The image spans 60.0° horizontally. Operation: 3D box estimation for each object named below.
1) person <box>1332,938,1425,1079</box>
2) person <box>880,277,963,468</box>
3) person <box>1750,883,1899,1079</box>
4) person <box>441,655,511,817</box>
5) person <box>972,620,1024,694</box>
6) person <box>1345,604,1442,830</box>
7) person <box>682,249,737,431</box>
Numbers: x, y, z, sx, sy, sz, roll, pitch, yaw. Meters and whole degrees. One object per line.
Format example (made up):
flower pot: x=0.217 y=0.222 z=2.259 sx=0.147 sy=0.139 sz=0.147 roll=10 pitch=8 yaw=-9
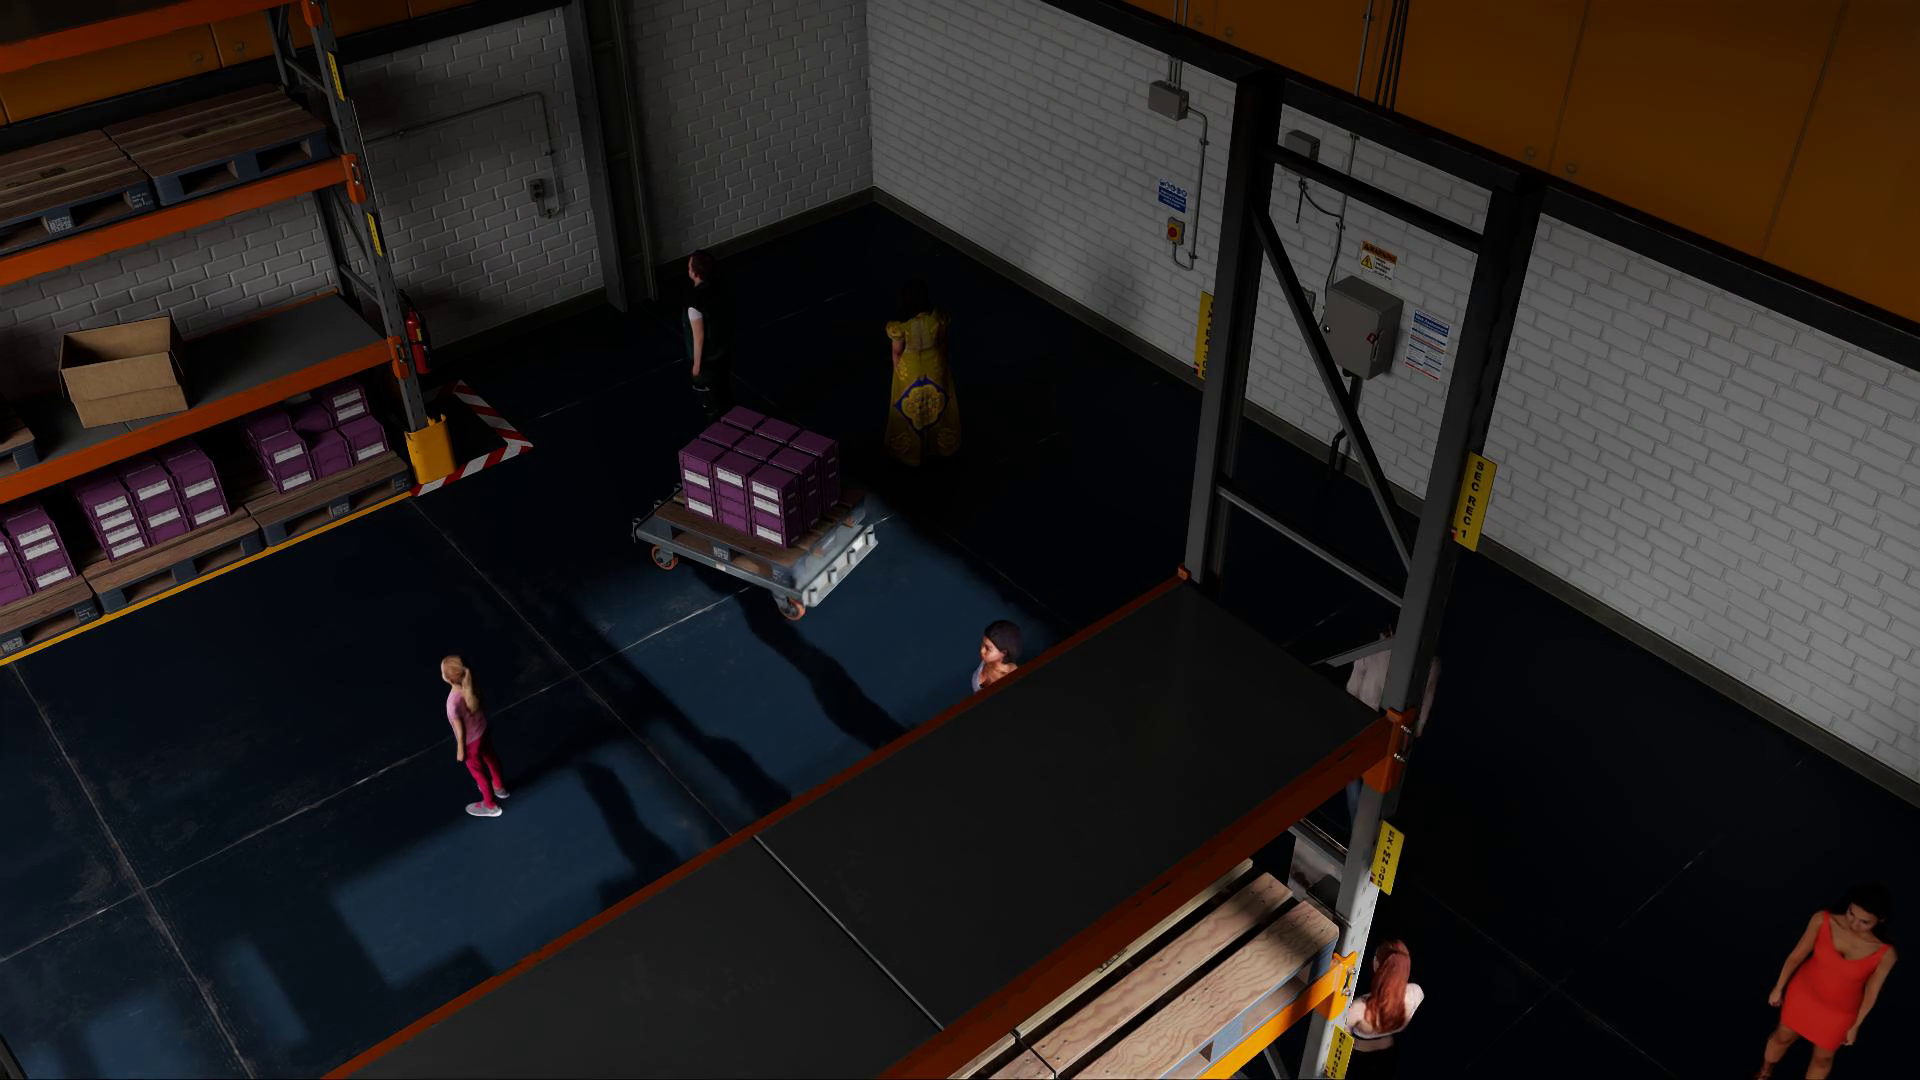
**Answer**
person: x=2.028 y=2.647 z=8.123 sx=0.770 sy=1.734 sz=0.813 roll=-10 pitch=40 yaw=-12
person: x=-0.318 y=-1.336 z=13.170 sx=0.880 sy=1.660 sz=1.027 roll=-12 pitch=40 yaw=-14
person: x=4.425 y=2.347 z=8.512 sx=0.622 sy=1.717 sz=0.569 roll=28 pitch=46 yaw=30
person: x=-3.019 y=1.195 z=10.313 sx=0.640 sy=1.270 sz=0.570 roll=7 pitch=39 yaw=9
person: x=0.295 y=1.121 z=10.070 sx=0.785 sy=1.688 sz=0.684 roll=-16 pitch=41 yaw=-20
person: x=2.521 y=1.151 z=9.914 sx=1.103 sy=1.838 sz=1.145 roll=2 pitch=39 yaw=2
person: x=-1.987 y=-1.484 z=13.208 sx=0.793 sy=1.843 sz=0.683 roll=15 pitch=41 yaw=18
